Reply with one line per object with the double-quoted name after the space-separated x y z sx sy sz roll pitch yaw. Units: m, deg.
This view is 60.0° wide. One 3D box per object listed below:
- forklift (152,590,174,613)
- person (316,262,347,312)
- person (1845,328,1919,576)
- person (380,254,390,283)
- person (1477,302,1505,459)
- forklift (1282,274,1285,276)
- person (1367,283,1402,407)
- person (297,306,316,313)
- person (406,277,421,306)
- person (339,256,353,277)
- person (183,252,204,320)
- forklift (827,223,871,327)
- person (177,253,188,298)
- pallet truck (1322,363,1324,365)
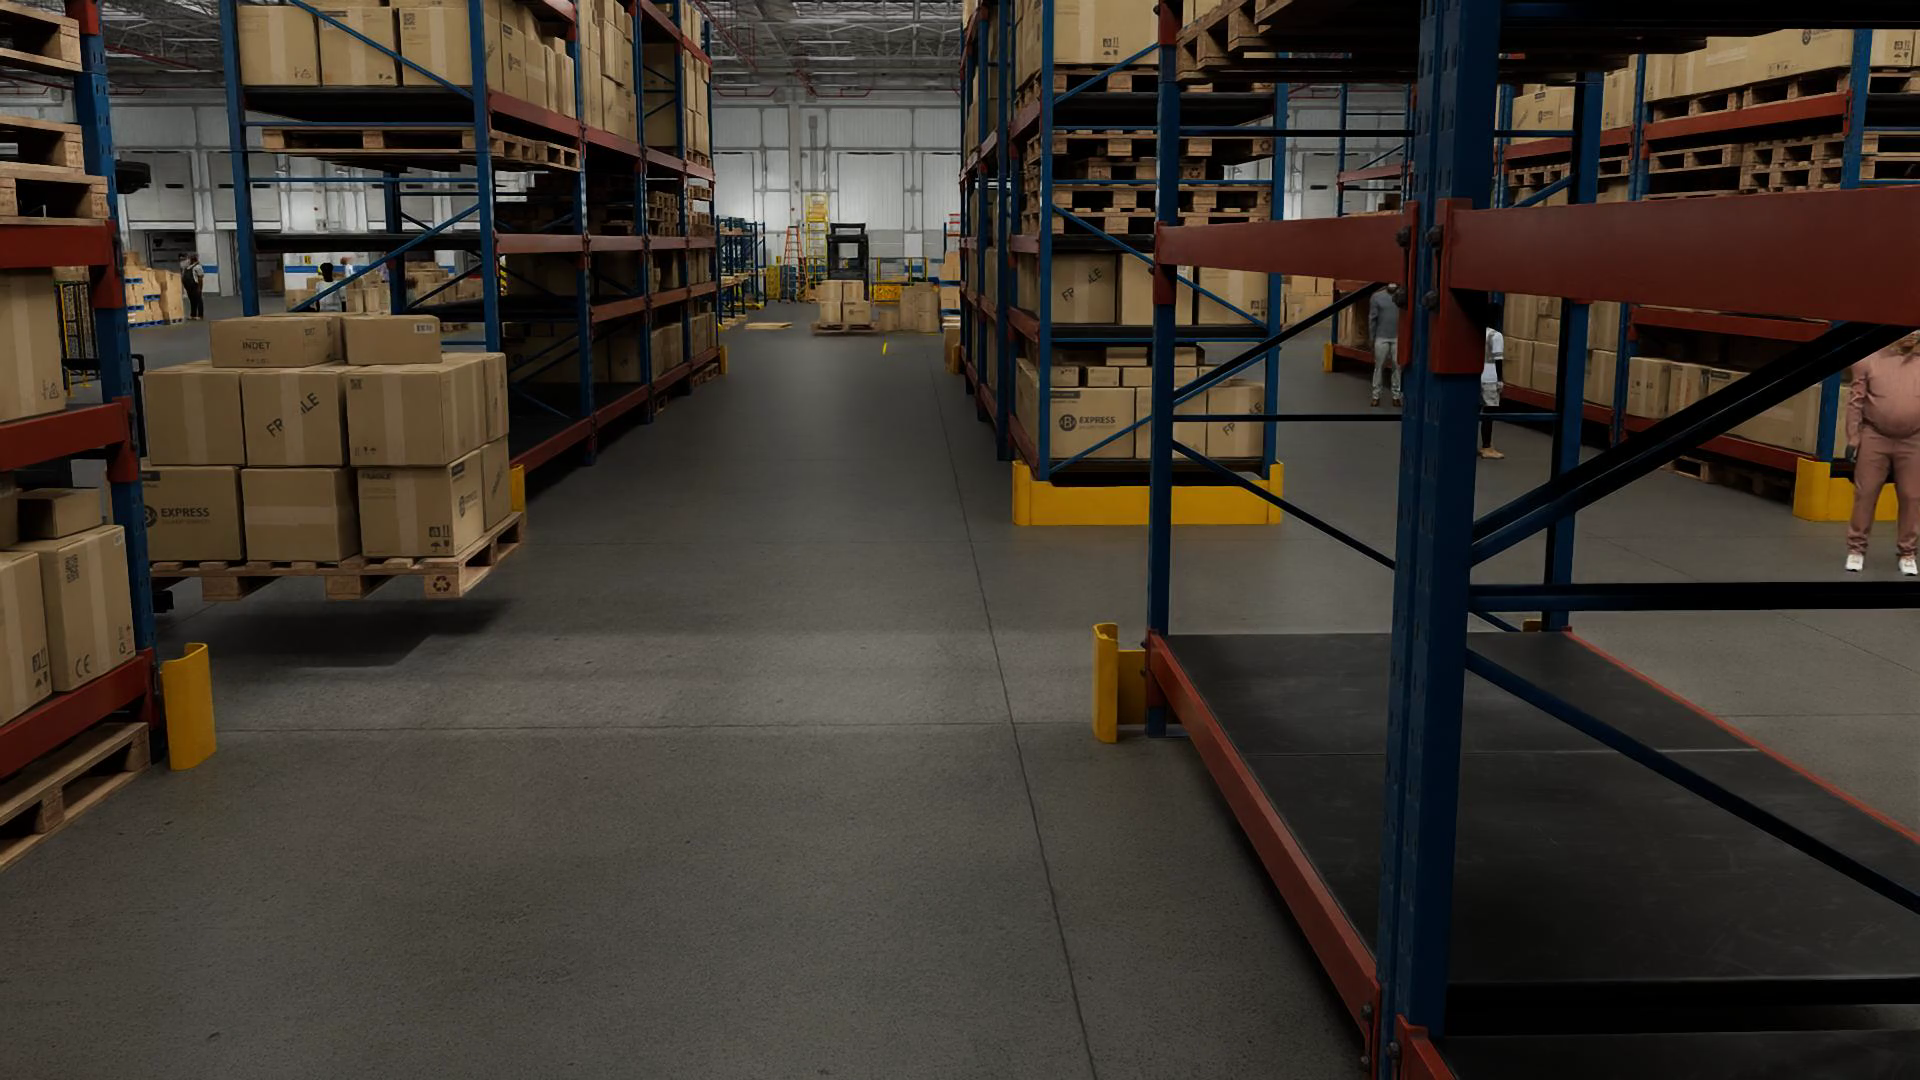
-5.858 -0.811 9.639 1.873 2.768 1.129 -1 10 -3 "forklift"
-11.797 -4.216 31.175 0.603 1.959 0.376 2 10 9 "person"
6.613 -0.696 11.749 0.651 1.899 0.399 5 11 26 "person"
-21.512 -9.790 62.326 0.383 1.924 0.589 1 10 6 "person"
5.701 -1.723 18.010 0.318 1.700 0.535 -4 11 -20 "person"
12.239 -10.307 62.540 1.129 2.768 1.873 0 10 -2 "forklift"
6.118 -2.859 23.670 0.635 1.939 0.367 2 10 12 "person"
-6.722 -1.566 17.156 0.532 1.693 0.319 5 11 27 "person"
-11.155 -4.529 33.838 0.504 1.623 0.530 -5 11 -24 "person"
-20.193 -8.433 54.969 0.533 1.852 0.681 -2 10 -9 "person"
-22.993 -7.604 49.823 0.677 2.000 0.536 7 12 33 "person"
-2.969 -7.039 44.334 1.129 2.768 1.873 0 10 -2 "forklift"
-32.583 -11.082 69.699 0.386 1.856 0.564 -1 10 -5 "person"
7.712 -4.157 30.737 1.885 1.965 0.823 3 11 16 "pallet truck"
